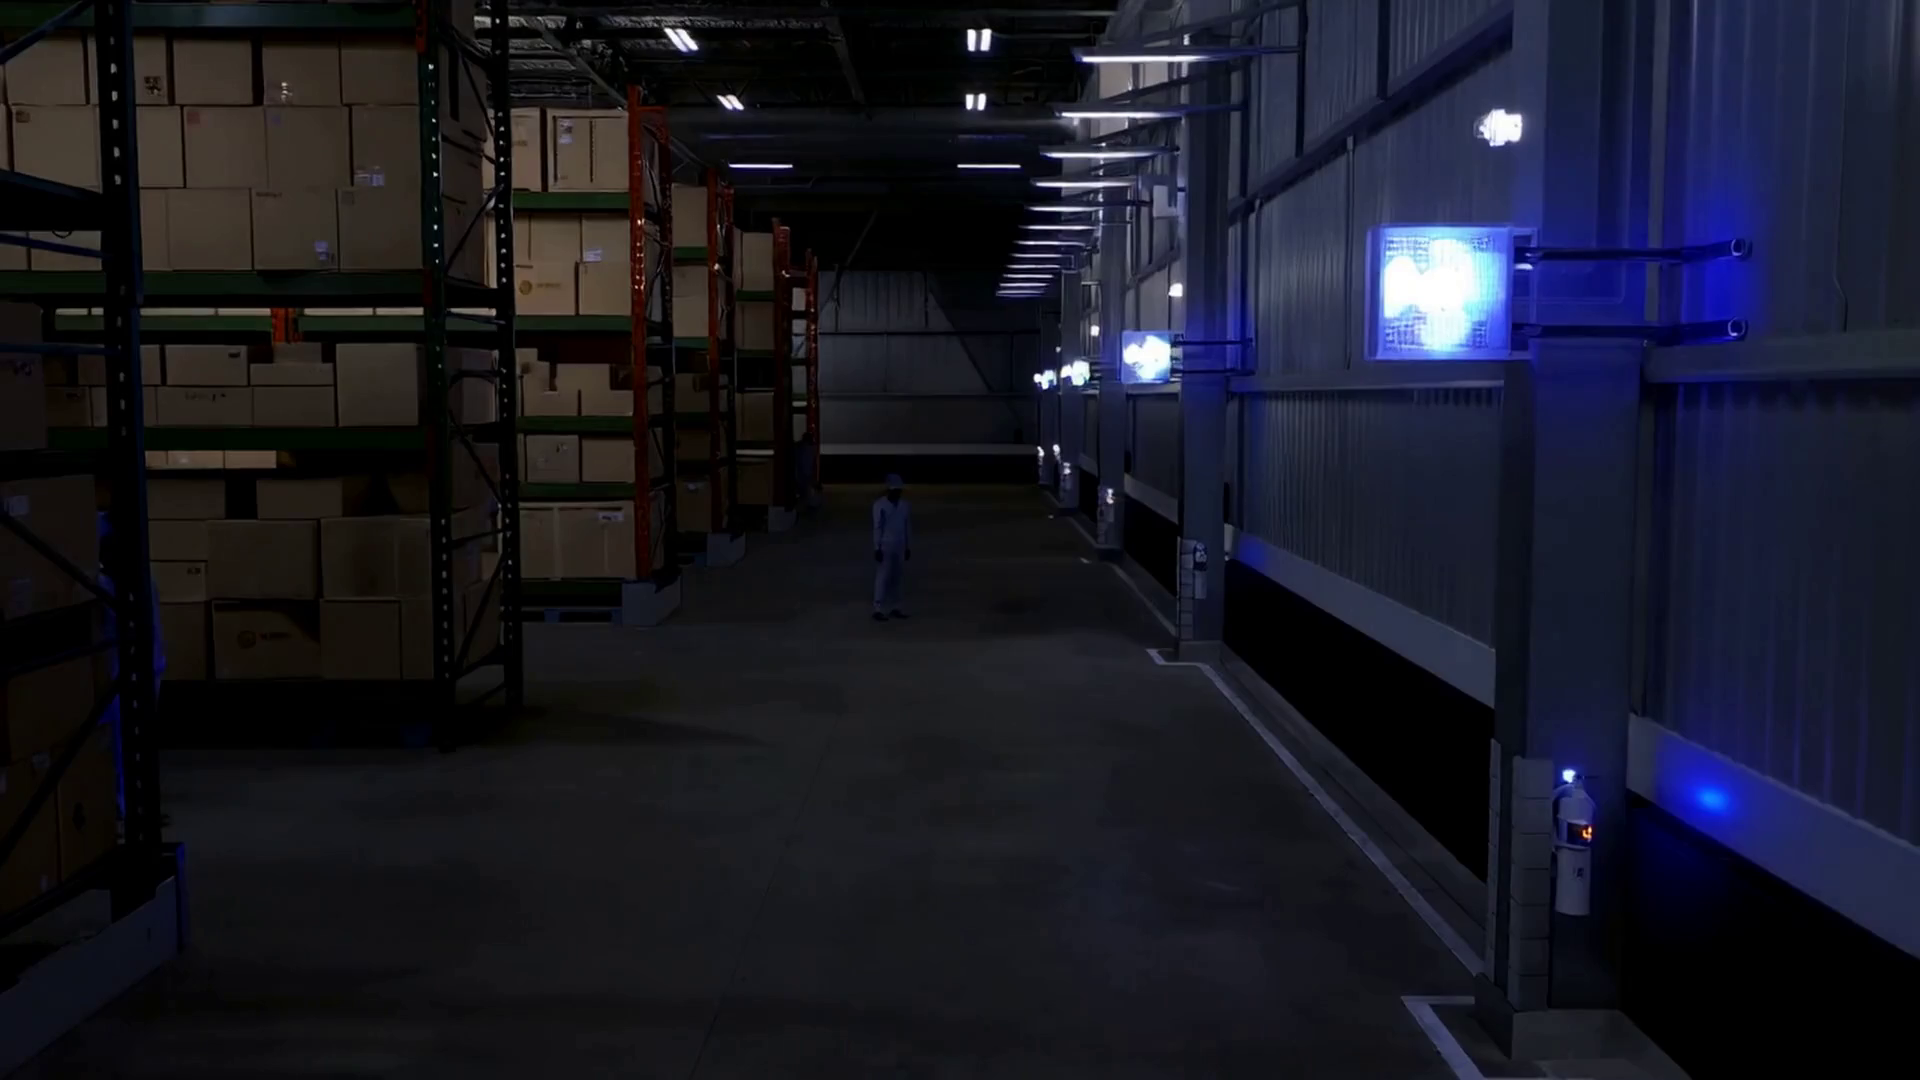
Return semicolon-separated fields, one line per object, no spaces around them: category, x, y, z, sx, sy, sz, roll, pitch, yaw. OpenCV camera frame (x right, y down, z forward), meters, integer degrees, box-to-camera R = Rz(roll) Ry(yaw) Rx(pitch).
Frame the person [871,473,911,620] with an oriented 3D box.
person;-0.786;0.076;19.593;0.351;1.742;0.566;5;7;44

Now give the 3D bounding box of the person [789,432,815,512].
person;-3.612;-1.519;37.549;0.668;1.868;0.857;5;7;45

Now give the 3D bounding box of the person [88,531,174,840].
person;-4.991;0.852;9.970;0.429;1.842;0.634;1;5;8
